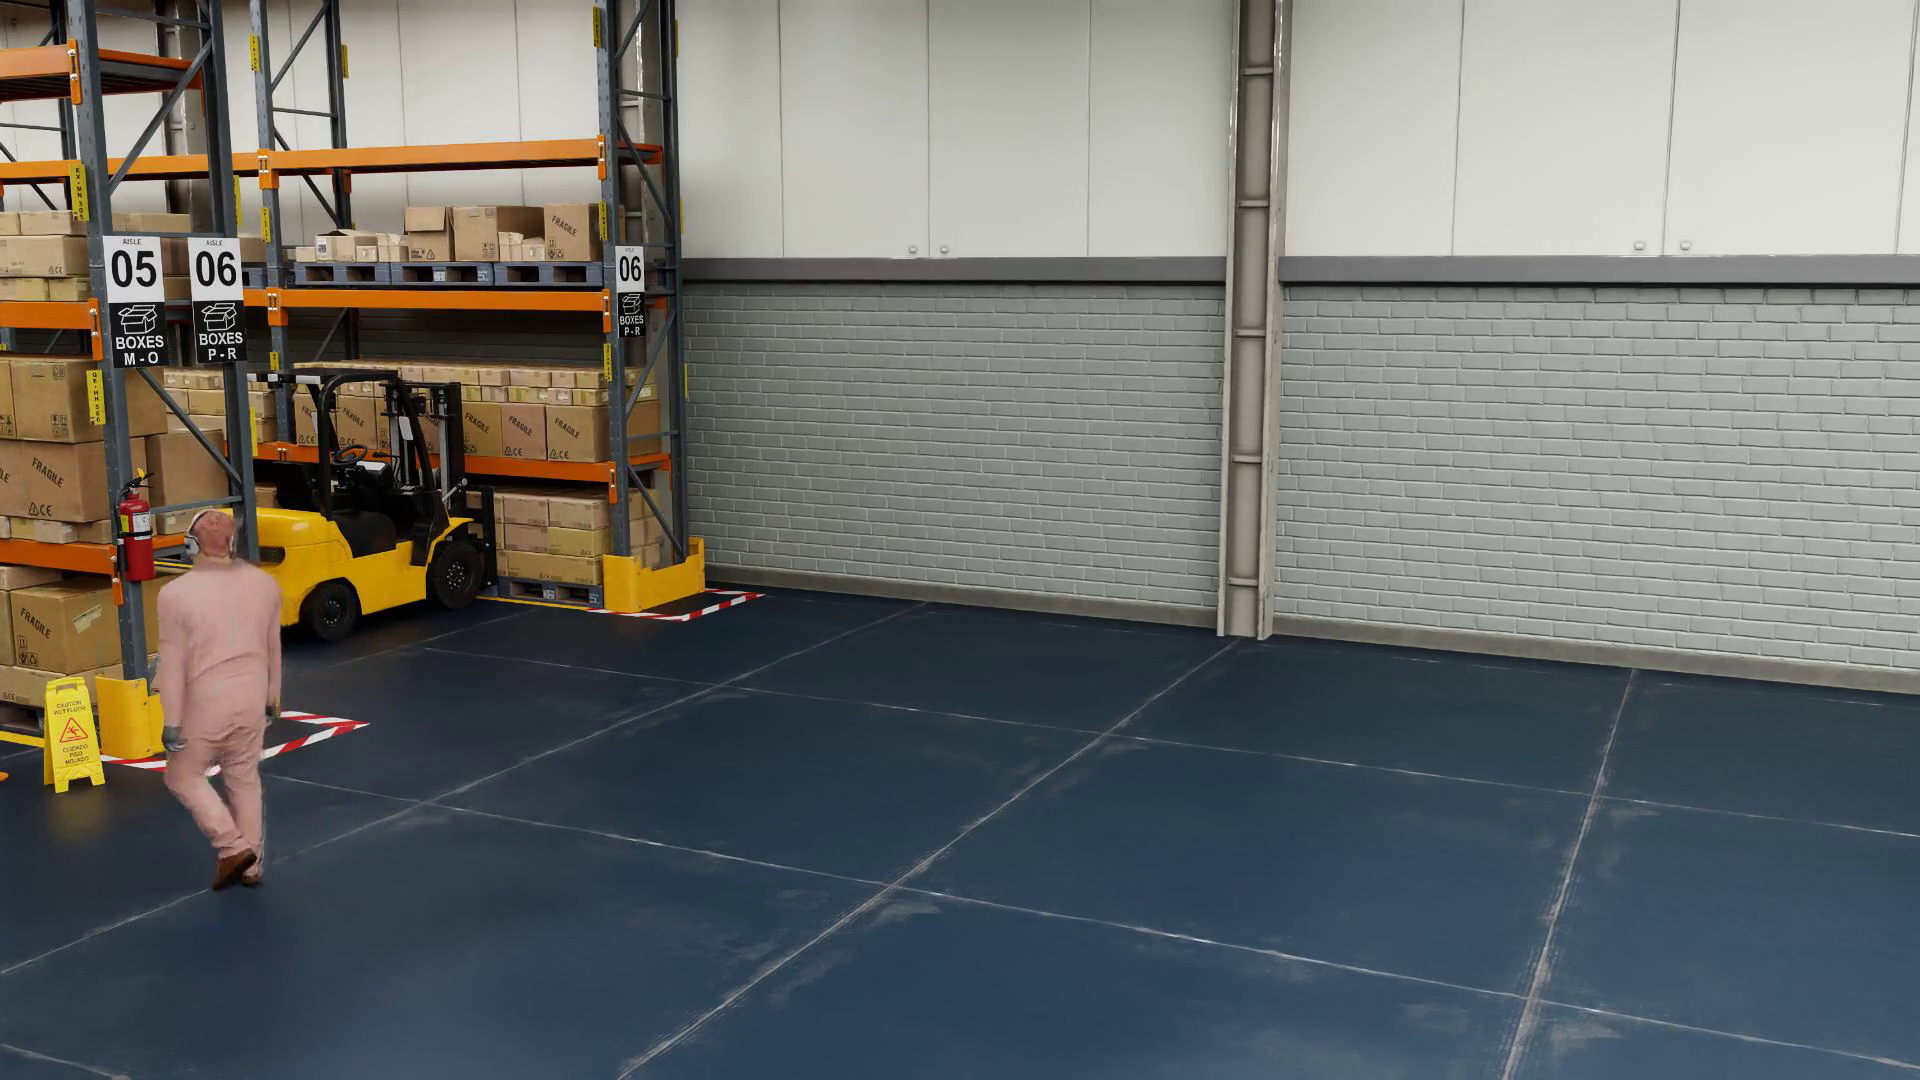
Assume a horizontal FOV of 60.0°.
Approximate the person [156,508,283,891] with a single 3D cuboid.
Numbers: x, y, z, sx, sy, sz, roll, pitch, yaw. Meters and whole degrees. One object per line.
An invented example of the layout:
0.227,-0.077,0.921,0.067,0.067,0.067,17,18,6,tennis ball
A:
-3.596,0.784,8.071,0.433,1.888,0.665,6,11,31,person
